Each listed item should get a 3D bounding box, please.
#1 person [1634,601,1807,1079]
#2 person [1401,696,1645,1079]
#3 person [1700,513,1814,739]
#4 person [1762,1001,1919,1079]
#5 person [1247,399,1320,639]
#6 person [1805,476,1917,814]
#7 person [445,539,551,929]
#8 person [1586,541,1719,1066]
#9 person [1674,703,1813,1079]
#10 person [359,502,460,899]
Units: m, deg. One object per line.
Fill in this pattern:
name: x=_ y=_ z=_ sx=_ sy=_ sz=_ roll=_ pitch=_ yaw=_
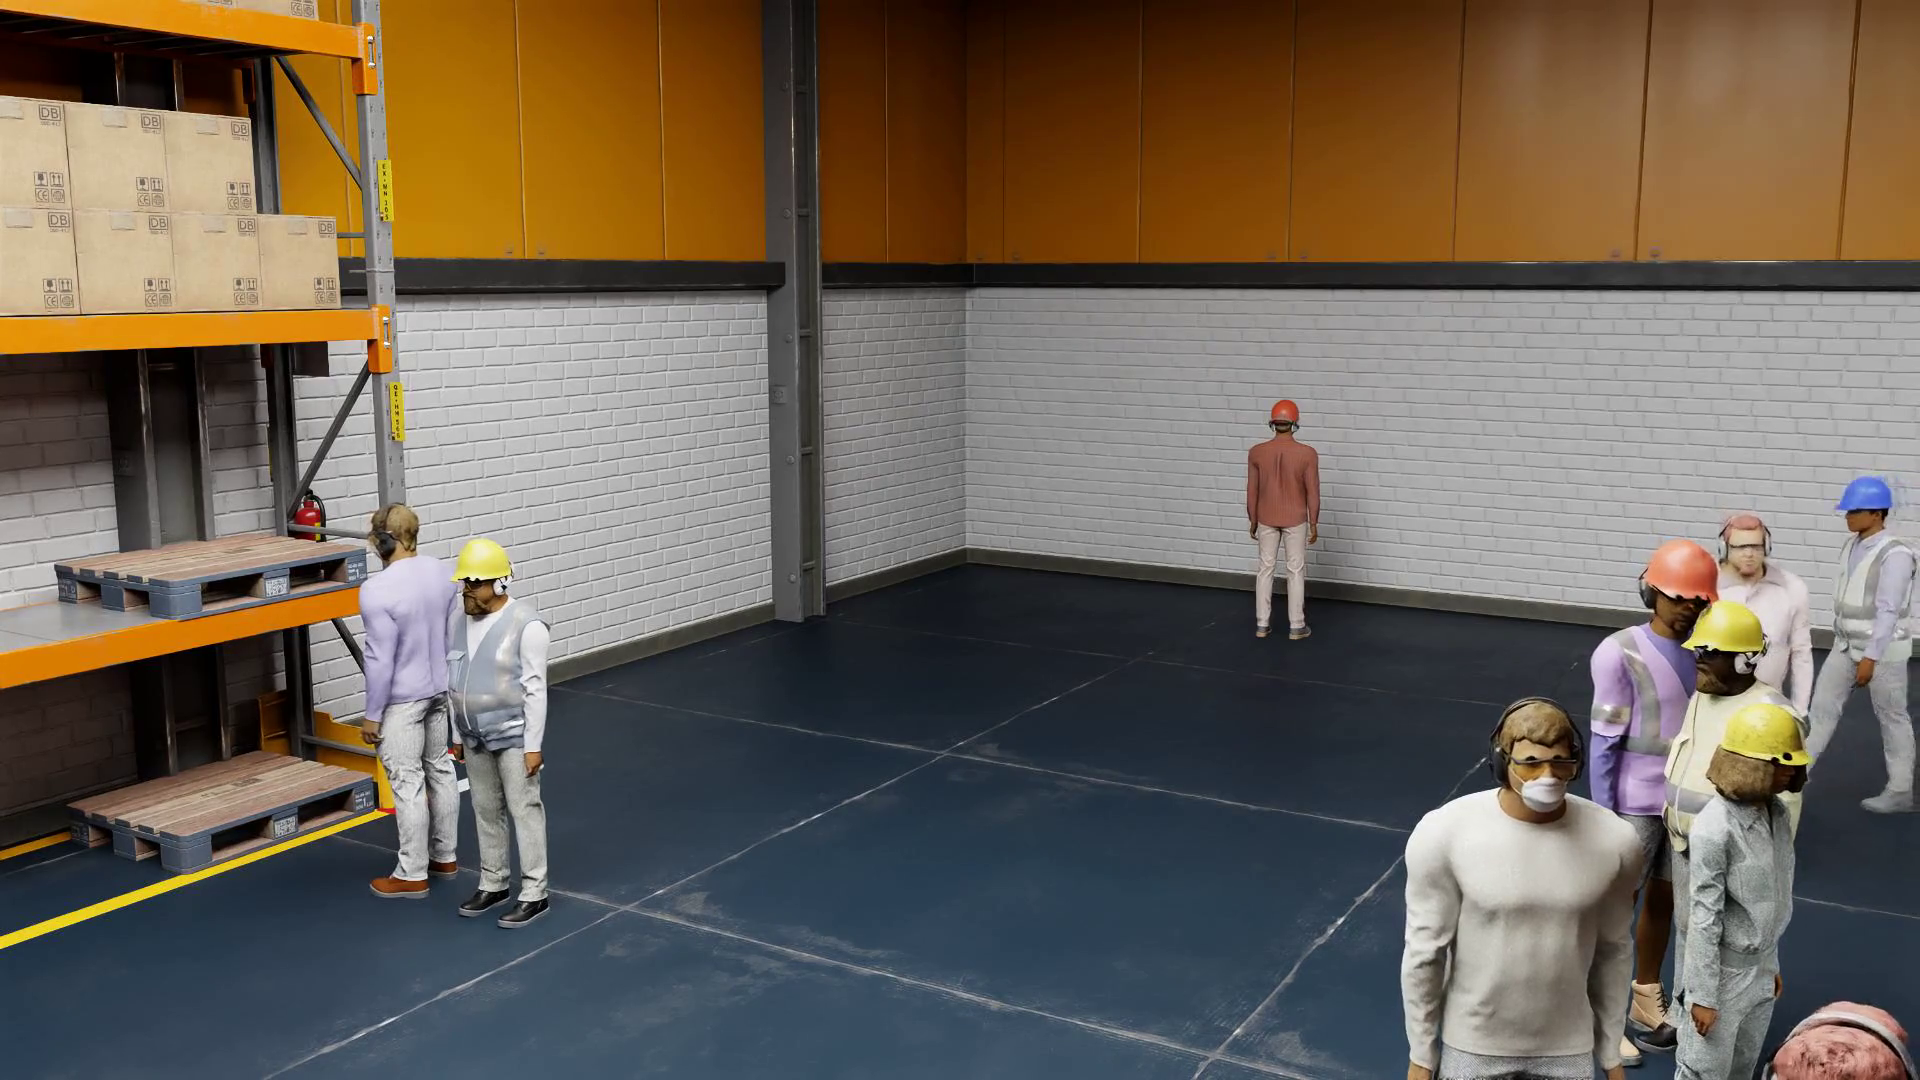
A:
person: x=2.837 y=1.127 z=6.234 sx=0.404 sy=1.829 sz=0.600 roll=-3 pitch=9 yaw=-16
person: x=1.492 y=1.358 z=4.460 sx=0.629 sy=1.940 sz=0.376 roll=0 pitch=9 yaw=-1
person: x=3.837 y=0.779 z=8.264 sx=0.649 sy=1.879 sz=0.767 roll=1 pitch=9 yaw=7
person: x=1.357 y=1.667 z=2.682 sx=0.637 sy=1.898 sz=0.395 roll=7 pitch=12 yaw=39
person: x=2.683 y=-0.169 z=13.810 sx=0.612 sy=1.997 sz=0.375 roll=4 pitch=10 yaw=24
person: x=4.958 y=0.601 z=9.271 sx=0.960 sy=1.898 sz=0.618 roll=-1 pitch=9 yaw=-5
person: x=-2.163 y=0.892 z=7.747 sx=0.585 sy=1.824 sz=0.405 roll=5 pitch=10 yaw=28
person: x=2.697 y=1.002 z=6.390 sx=0.615 sy=2.032 sz=0.395 roll=-4 pitch=10 yaw=-22
person: x=2.409 y=1.348 z=5.133 sx=0.492 sy=1.742 sz=0.320 roll=-7 pitch=12 yaw=-39
person: x=-2.689 y=0.775 z=8.108 sx=0.372 sy=1.939 sz=0.631 roll=3 pitch=10 yaw=18
